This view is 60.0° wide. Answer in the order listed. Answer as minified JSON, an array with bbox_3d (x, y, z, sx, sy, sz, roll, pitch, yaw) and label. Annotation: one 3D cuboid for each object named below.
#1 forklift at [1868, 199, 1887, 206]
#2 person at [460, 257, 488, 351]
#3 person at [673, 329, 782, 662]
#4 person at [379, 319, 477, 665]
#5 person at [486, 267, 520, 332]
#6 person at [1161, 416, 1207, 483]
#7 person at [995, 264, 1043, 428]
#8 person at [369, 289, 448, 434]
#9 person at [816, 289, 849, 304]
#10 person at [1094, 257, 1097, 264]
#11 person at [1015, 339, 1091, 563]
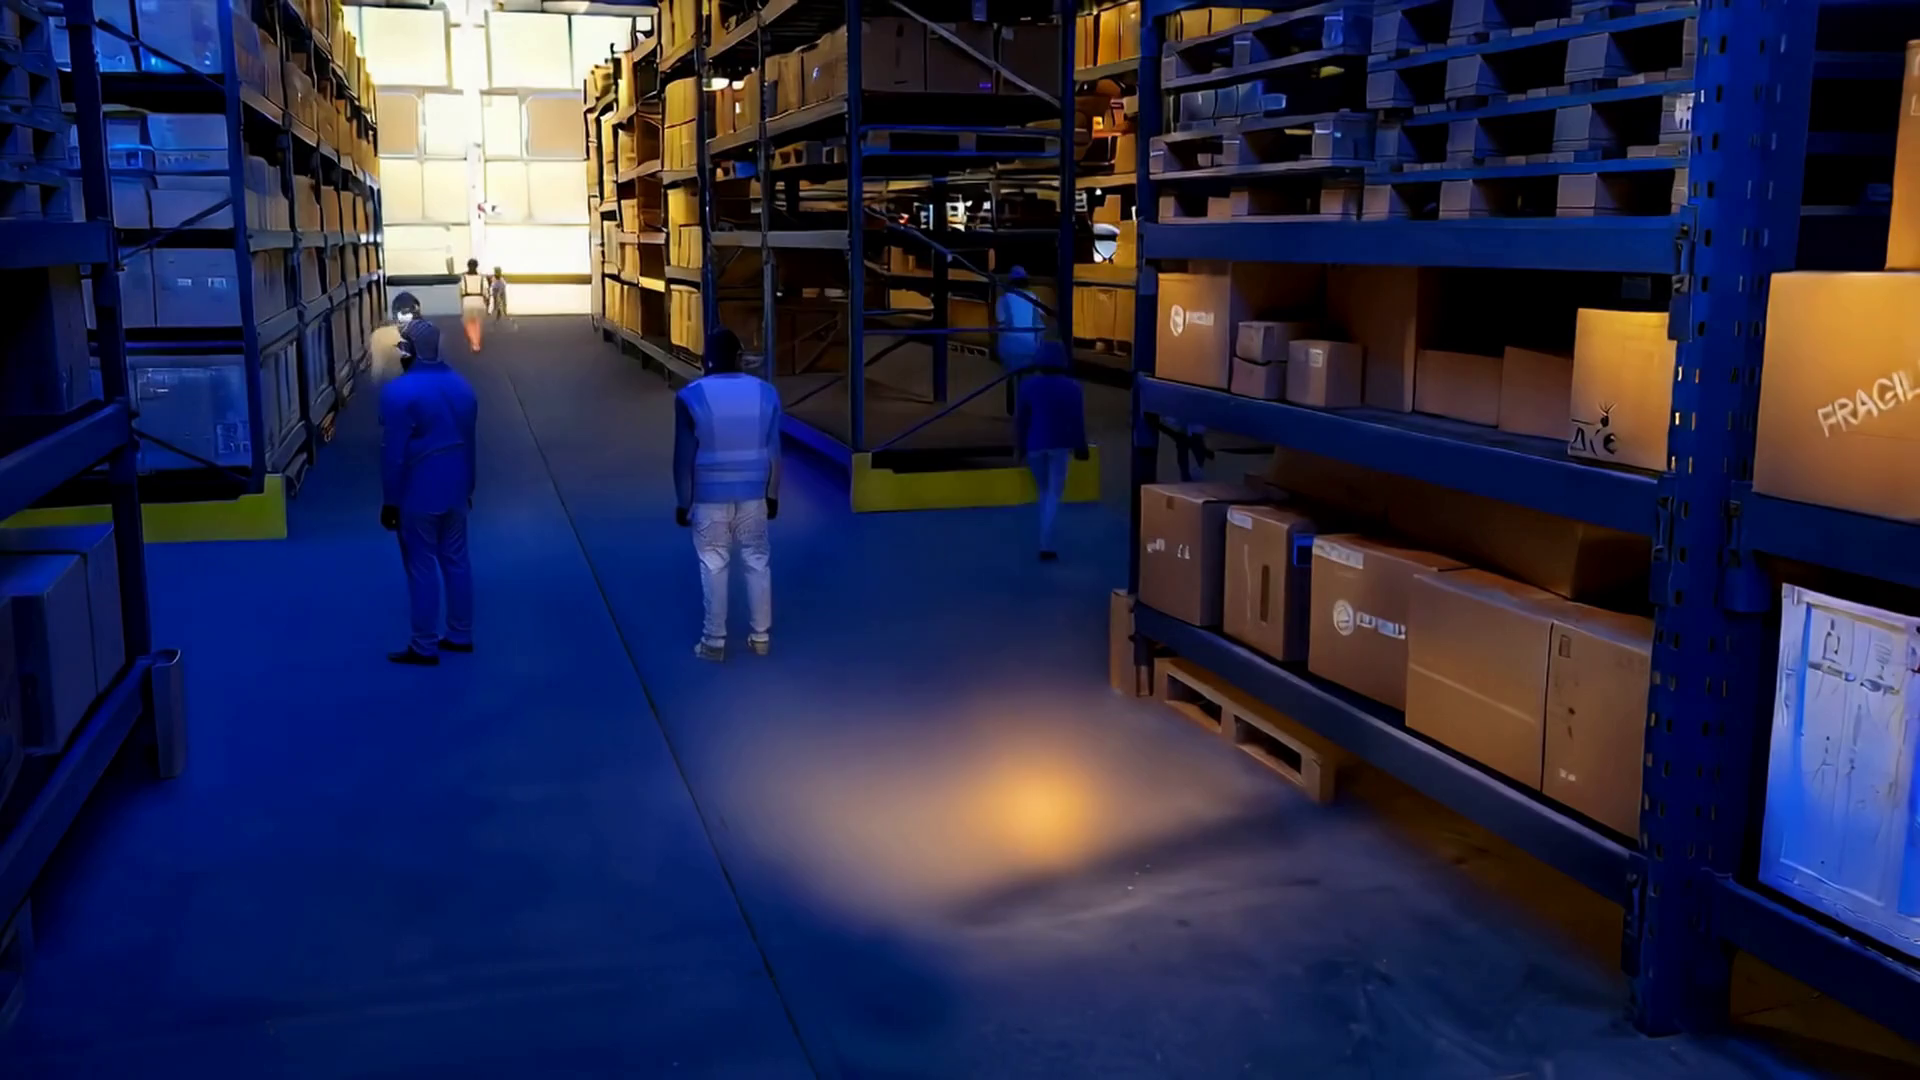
[{"bbox_3d":[11.338,-2.915,21.052,1.129,2.768,1.873,-3,11,-17],"label":"forklift"},{"bbox_3d":[-9.986,-4.836,34.180,0.561,1.927,0.446,-5,12,-26],"label":"person"},{"bbox_3d":[-1.298,-0.243,9.250,0.624,1.844,0.430,-5,12,-27],"label":"person"},{"bbox_3d":[-2.960,-0.266,9.226,0.400,1.902,0.642,5,11,25],"label":"person"},{"bbox_3d":[-11.280,-5.923,41.021,0.789,1.612,0.512,-2,11,-12],"label":"person"},{"bbox_3d":[2.058,-1.261,15.254,0.553,1.675,0.366,0,10,-3],"label":"person"},{"bbox_3d":[0.724,-2.325,20.164,0.619,2.028,0.764,-2,11,-11],"label":"person"},{"bbox_3d":[-4.480,-1.083,13.614,0.645,1.922,0.502,0,10,-2],"label":"person"},{"bbox_3d":[-2.478,-4.451,32.456,0.652,1.794,0.617,0,10,1],"label":"person"},{"bbox_3d":[3.085,-6.029,40.908,1.021,1.885,0.614,4,11,20],"label":"person"},{"bbox_3d":[0.707,-0.663,12.171,0.534,1.604,0.714,4,11,23],"label":"person"}]
